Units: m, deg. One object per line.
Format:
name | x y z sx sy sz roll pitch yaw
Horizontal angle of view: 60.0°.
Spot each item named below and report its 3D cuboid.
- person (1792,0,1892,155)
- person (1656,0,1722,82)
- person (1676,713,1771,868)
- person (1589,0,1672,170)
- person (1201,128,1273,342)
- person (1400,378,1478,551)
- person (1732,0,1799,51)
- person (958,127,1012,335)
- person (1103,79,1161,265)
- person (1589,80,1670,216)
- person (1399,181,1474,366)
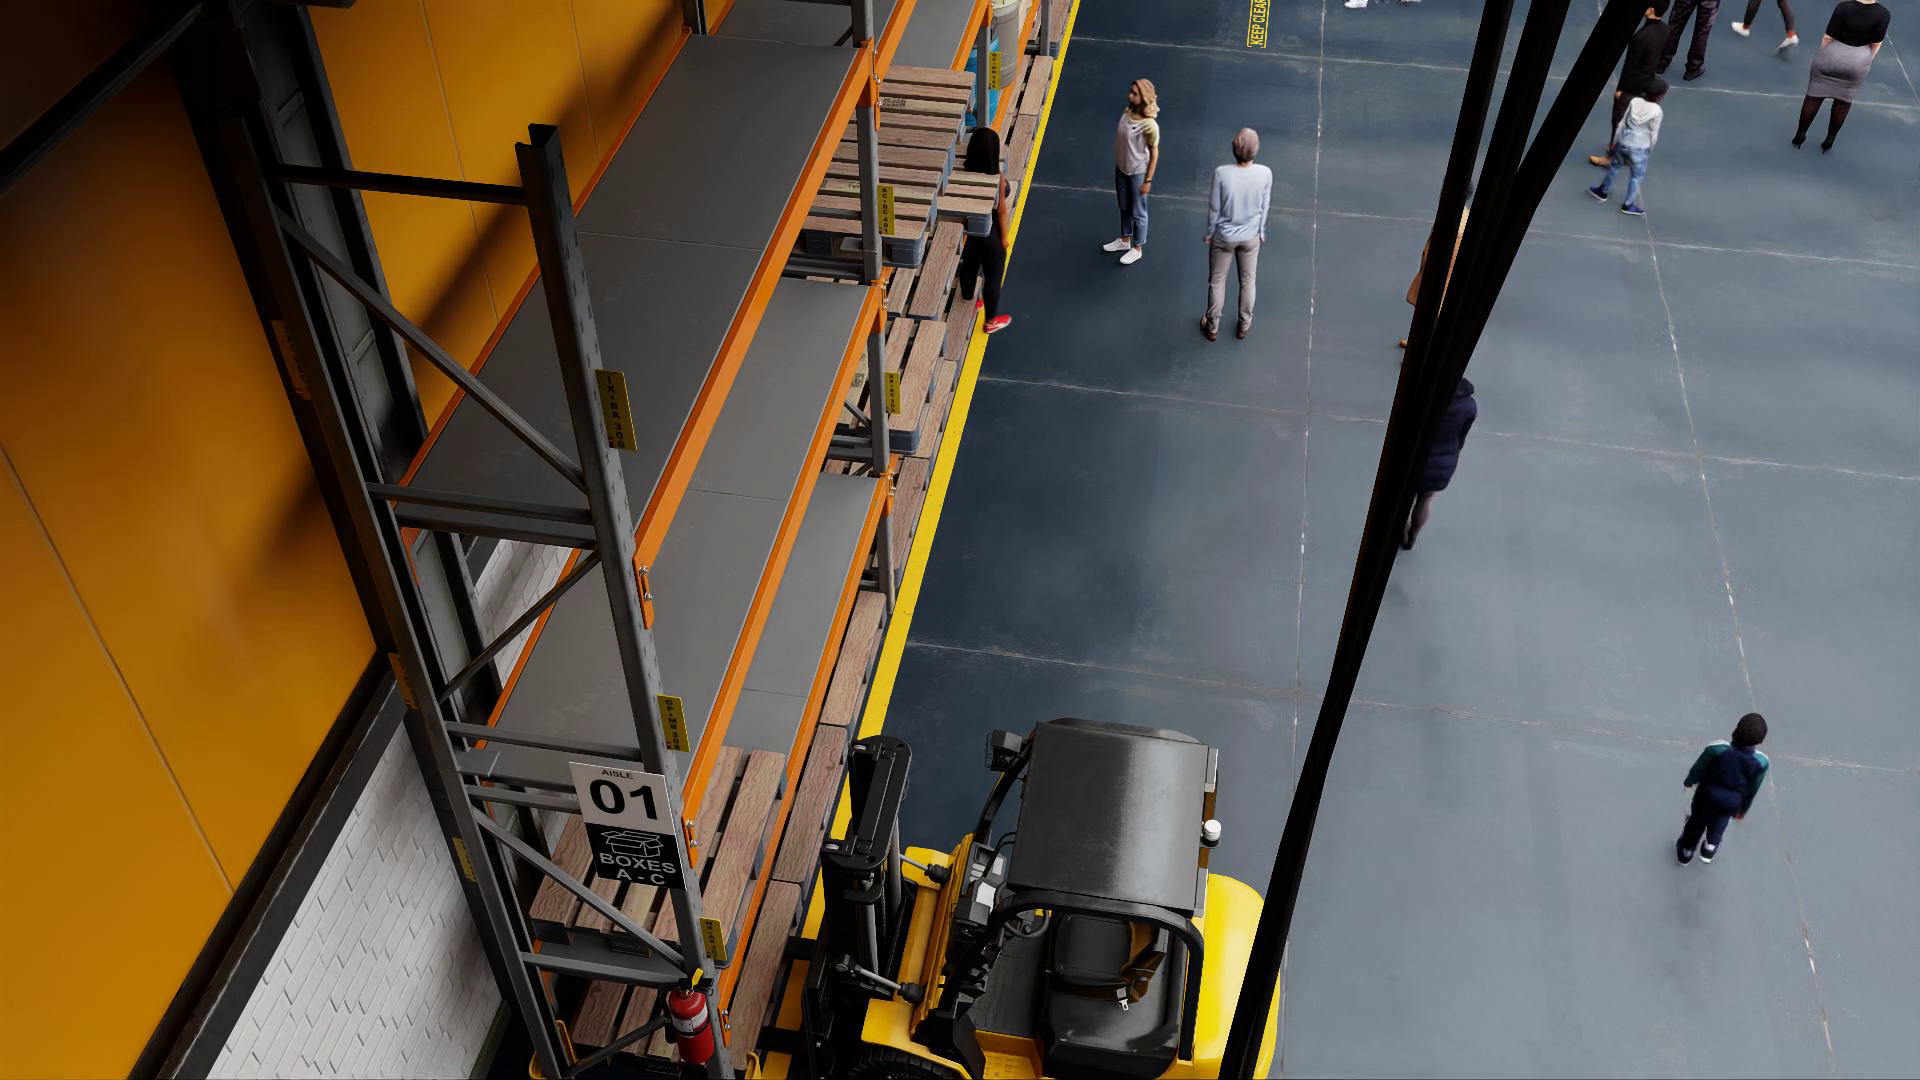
person | 8.303 -4.482 15.641 0.726 1.759 0.688 16 46 16
person | 7.454 -5.568 16.667 0.775 1.915 0.758 27 50 26
person | 4.437 1.509 9.721 0.524 1.249 0.514 11 45 11
person | 6.285 -4.264 15.441 0.689 1.719 0.758 -27 50 -26
person | 2.224 -2.449 13.410 0.688 1.893 0.620 1 44 1
person | 3.269 -0.542 11.571 0.693 1.668 0.688 2 44 2
person | 8.558 -5.856 17.187 0.886 1.616 1.120 -12 45 -12
person | 0.183 -2.526 13.547 0.769 1.816 0.795 33 52 30
person | 1.505 -3.175 14.295 0.767 1.723 0.694 -23 48 -22
person | 6.074 -3.603 15.090 0.770 1.246 0.775 26 49 24
person | 3.825 -2.128 13.193 0.696 1.726 0.545 8 44 9
